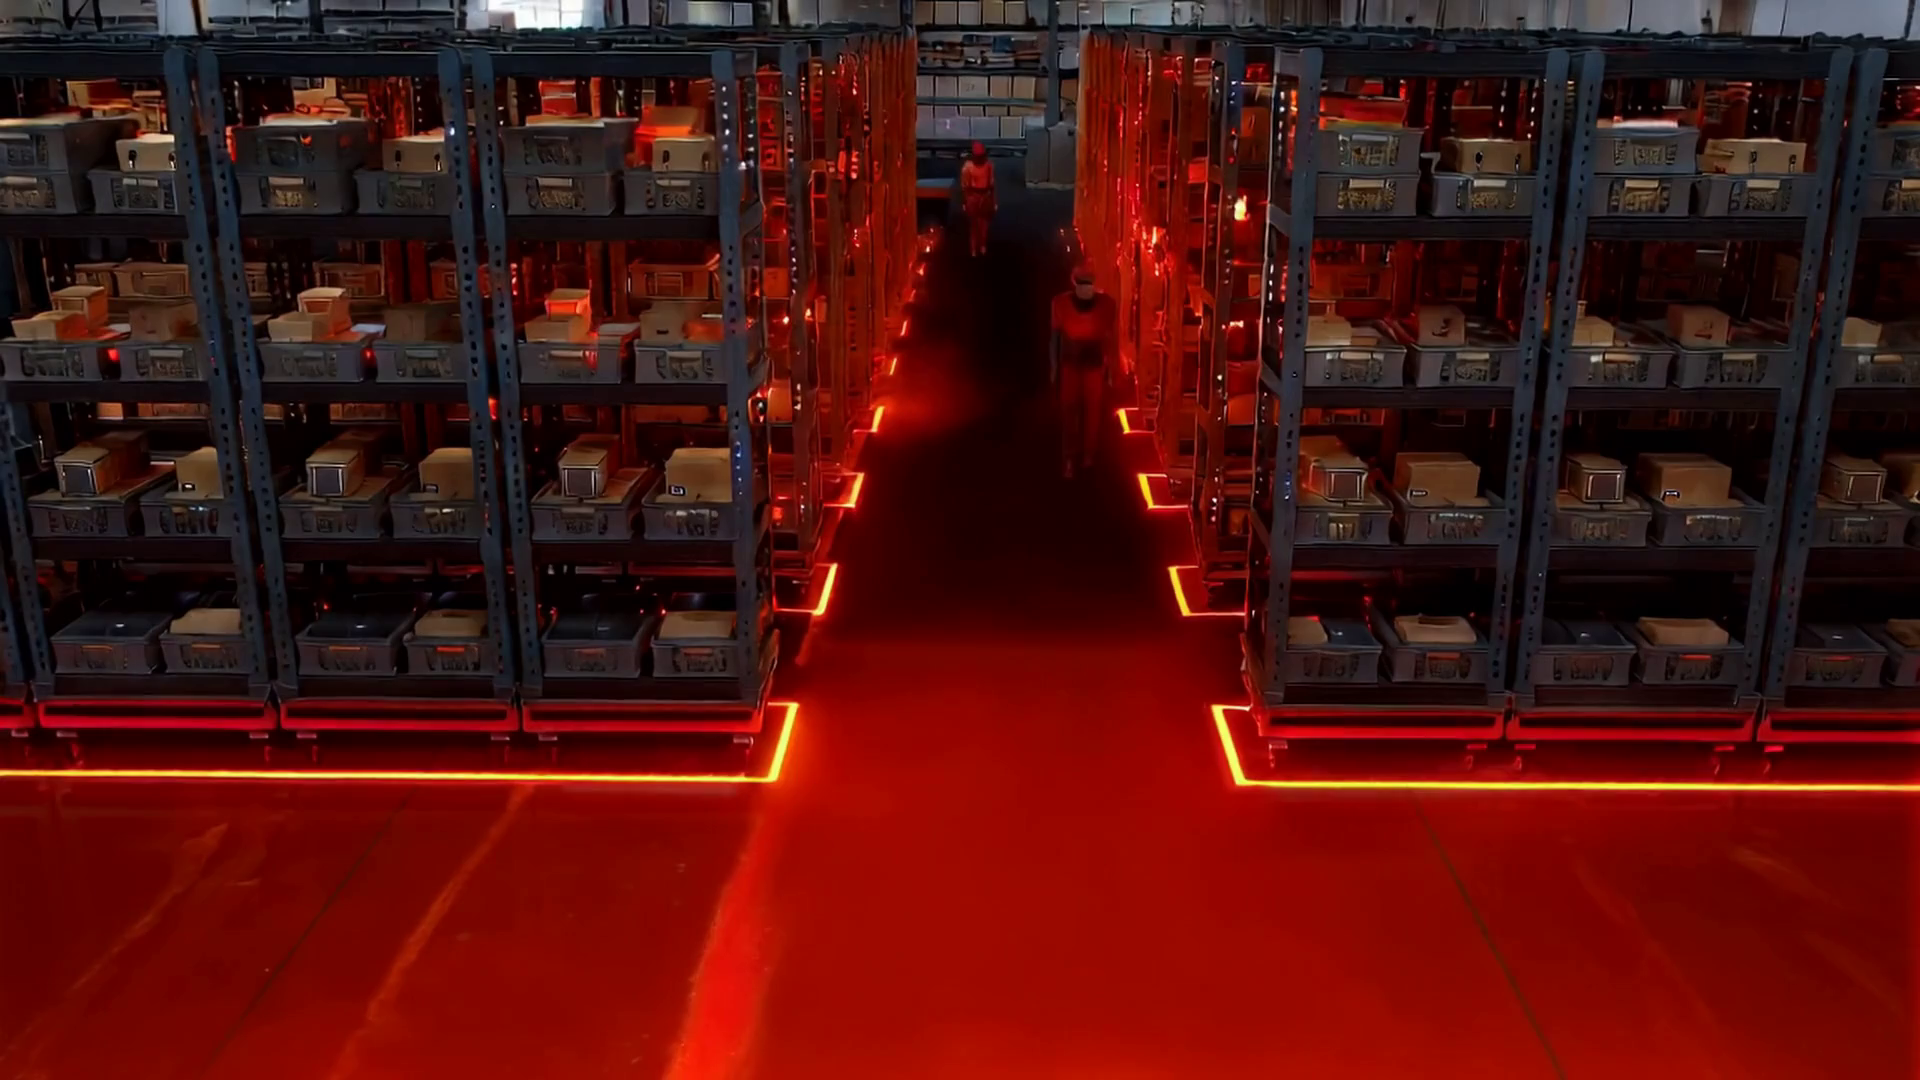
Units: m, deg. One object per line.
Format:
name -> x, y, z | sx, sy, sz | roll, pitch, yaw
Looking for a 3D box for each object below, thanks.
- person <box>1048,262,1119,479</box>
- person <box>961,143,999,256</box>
person -> 1.032, -1.421, 13.939 | 0.594, 1.792, 0.950 | 2, 18, 6
person -> 0.330, -5.518, 27.001 | 0.609, 1.800, 0.822 | -1, 17, -2
